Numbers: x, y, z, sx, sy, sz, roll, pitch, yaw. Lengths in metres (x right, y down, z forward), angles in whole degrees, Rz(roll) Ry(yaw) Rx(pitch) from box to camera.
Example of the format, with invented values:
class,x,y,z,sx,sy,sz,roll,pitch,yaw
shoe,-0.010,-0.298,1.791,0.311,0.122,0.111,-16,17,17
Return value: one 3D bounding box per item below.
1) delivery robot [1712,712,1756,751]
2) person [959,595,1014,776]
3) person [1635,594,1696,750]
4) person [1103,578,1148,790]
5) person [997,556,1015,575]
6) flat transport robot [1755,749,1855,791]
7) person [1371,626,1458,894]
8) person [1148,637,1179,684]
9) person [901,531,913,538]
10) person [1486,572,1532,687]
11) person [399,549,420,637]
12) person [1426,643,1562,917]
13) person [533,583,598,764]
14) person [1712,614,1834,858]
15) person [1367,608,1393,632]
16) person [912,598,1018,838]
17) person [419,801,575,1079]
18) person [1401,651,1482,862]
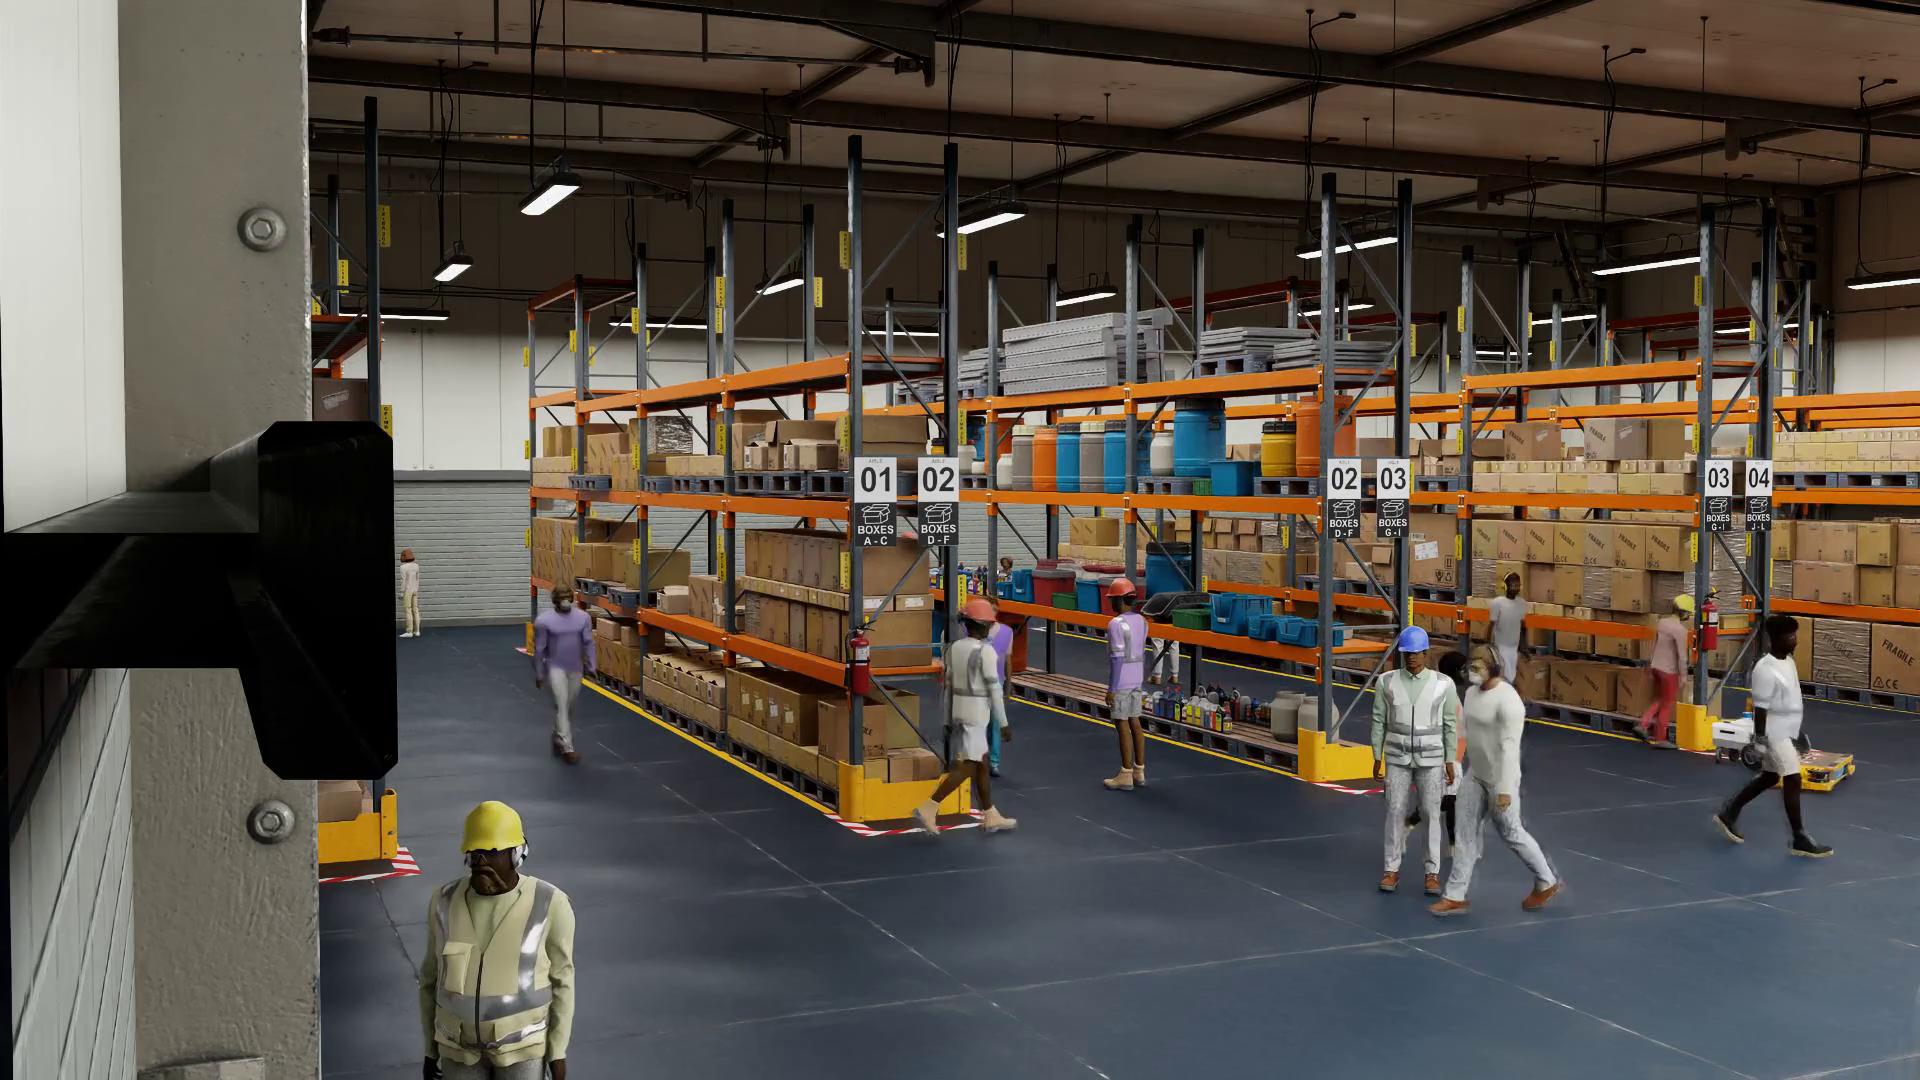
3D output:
class,x,y,z,sx,sy,sz,roll,pitch,yaw
delivery robot,8.236,2.042,18.728,0.477,0.478,0.707,-1,2,-28
person,0.252,1.458,18.229,0.585,1.828,0.624,0,2,-9
person,7.806,1.452,19.694,0.485,1.720,0.576,0,2,-9
person,1.578,1.385,17.400,0.392,2.041,0.615,2,3,34
person,0.793,1.082,30.533,0.521,1.636,0.311,0,2,6
flat transport robot,8.386,2.265,17.755,0.652,0.197,1.431,2,3,36
person,3.314,1.596,13.090,0.614,1.946,0.390,1,2,19
person,2.946,1.158,25.925,0.634,1.840,0.429,-1,2,-20
person,-0.917,0.820,32.838,0.658,1.984,0.456,-1,2,-17
person,6.668,1.311,21.792,0.536,1.849,0.437,-1,2,-25
person,-10.199,0.983,33.143,0.280,1.631,0.504,1,2,21
person,3.746,1.653,12.437,0.987,1.899,0.644,-1,2,-16
person,-4.232,1.398,19.133,0.633,1.893,1.013,-2,3,-36
person,6.577,1.548,14.534,0.937,1.937,0.601,2,3,39
person,6.994,1.070,29.981,0.485,1.702,0.881,-1,2,-20
person,0.032,1.494,15.097,0.974,2.012,0.606,-1,3,-30
person,-1.759,1.896,6.765,0.586,1.833,0.403,0,2,3
person,3.737,1.696,14.058,0.659,1.670,0.533,0,2,11
